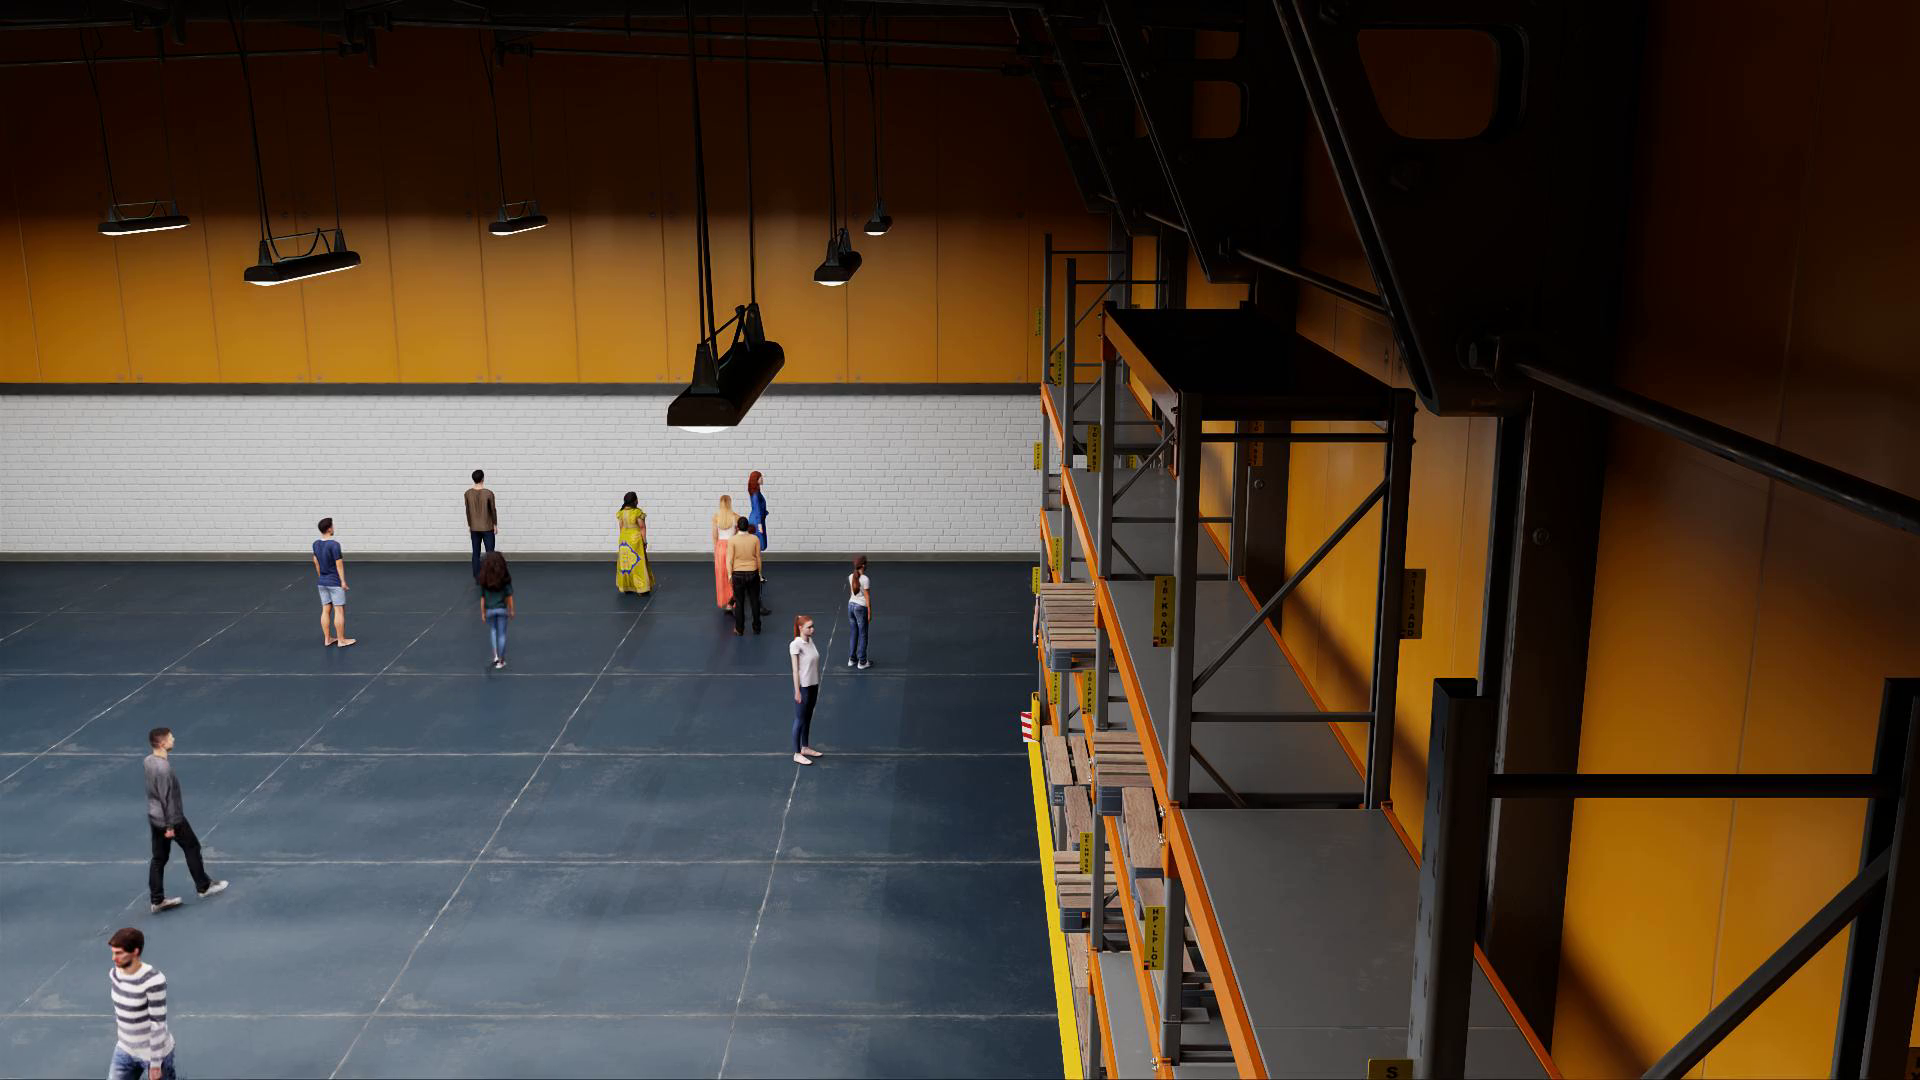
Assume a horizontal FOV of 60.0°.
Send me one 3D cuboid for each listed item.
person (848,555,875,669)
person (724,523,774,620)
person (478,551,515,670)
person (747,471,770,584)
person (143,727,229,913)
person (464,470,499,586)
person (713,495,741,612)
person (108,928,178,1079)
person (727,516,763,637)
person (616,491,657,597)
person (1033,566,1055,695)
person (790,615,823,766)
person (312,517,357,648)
[{"bbox_3d":[-1.378,0.952,22.733,0.620,1.561,0.677,12,18,41],"label":"person"},{"bbox_3d":[-3.242,0.498,24.844,0.926,1.451,1.019,-7,15,-28],"label":"person"},{"bbox_3d":[-6.304,0.970,22.570,0.601,1.603,0.638,-1,14,-3],"label":"person"},{"bbox_3d":[-3.299,-0.222,27.013,0.716,1.829,0.567,-3,14,-11],"label":"person"},{"bbox_3d":[-7.462,2.623,15.462,0.929,1.736,1.036,10,17,35],"label":"person"},{"bbox_3d":[-7.719,-0.209,26.837,0.647,1.887,0.549,0,14,2],"label":"person"},{"bbox_3d":[-3.551,0.191,25.367,0.662,1.802,0.638,2,14,9],"label":"person"},{"bbox_3d":[-5.606,3.510,11.602,0.873,1.829,1.011,5,15,21],"label":"person"},{"bbox_3d":[-3.116,0.512,24.143,0.722,1.754,0.686,-4,14,-16],"label":"person"},{"bbox_3d":[-5.167,0.042,26.282,0.977,1.660,0.957,6,15,22],"label":"person"},{"bbox_3d":[1.170,1.175,21.431,0.674,1.742,0.695,9,16,31],"label":"person"},{"bbox_3d":[-1.798,1.707,19.242,0.713,1.738,0.594,6,15,23],"label":"person"},{"bbox_3d":[-8.931,0.594,23.600,0.699,1.850,0.687,6,15,22],"label":"person"}]
